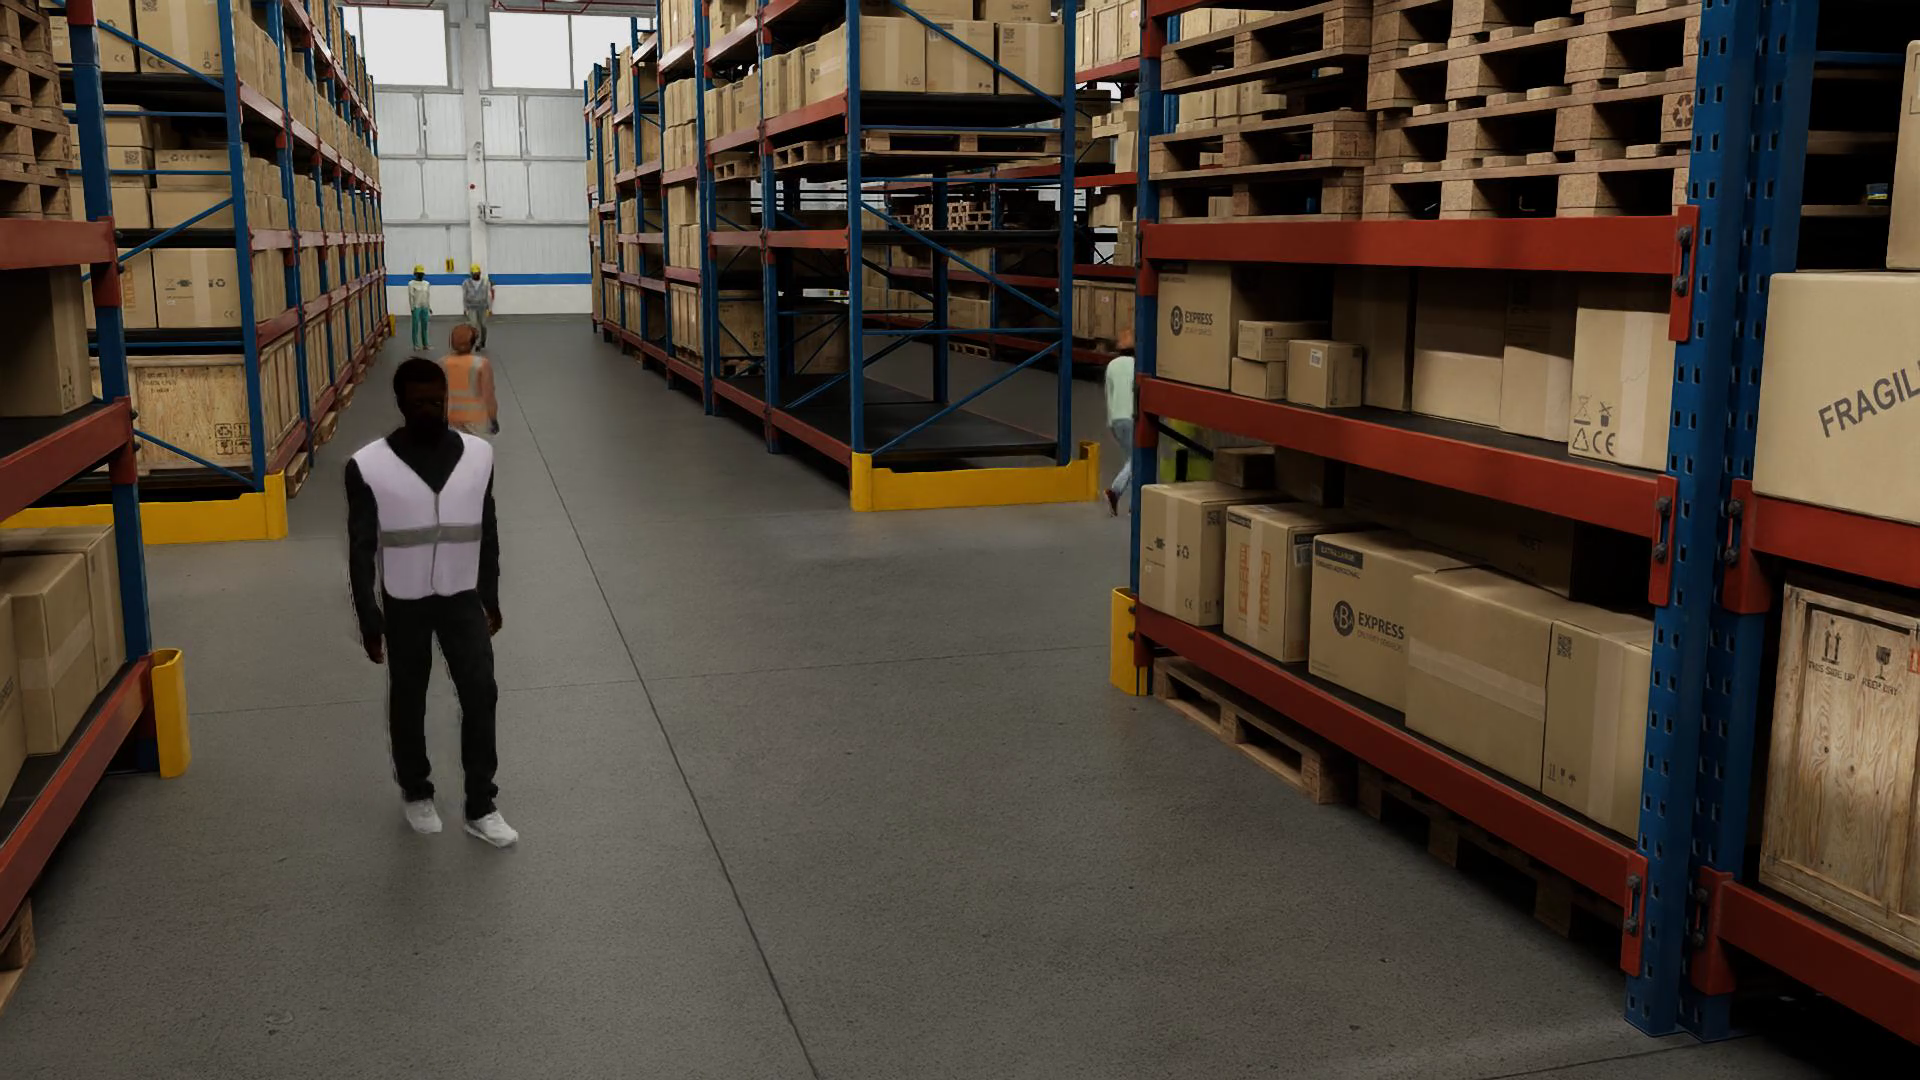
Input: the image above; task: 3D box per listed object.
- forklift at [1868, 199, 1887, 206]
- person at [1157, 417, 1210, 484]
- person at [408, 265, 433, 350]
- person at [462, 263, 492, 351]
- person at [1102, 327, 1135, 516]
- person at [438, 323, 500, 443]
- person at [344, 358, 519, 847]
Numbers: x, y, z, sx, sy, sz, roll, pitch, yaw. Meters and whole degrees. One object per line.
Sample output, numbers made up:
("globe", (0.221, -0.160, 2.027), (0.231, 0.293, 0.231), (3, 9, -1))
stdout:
("forklift", (11.338, -2.915, 21.052), (1.129, 2.768, 1.873), (-3, 11, -17))
("person", (1.423, -0.335, 10.172), (0.477, 1.681, 0.551), (1, 10, 7))
("person", (-11.258, -4.850, 34.718), (0.311, 1.769, 0.522), (7, 13, 35))
("person", (-9.967, -4.804, 34.326), (0.597, 1.817, 0.536), (-3, 11, -18))
("person", (1.371, -0.979, 13.952), (0.561, 1.598, 0.621), (9, 14, 40))
("person", (-4.169, -1.014, 14.079), (0.516, 1.628, 0.406), (3, 11, 18))
("person", (-2.009, 0.255, 6.388), (0.618, 1.886, 0.799), (-8, 13, -37))
